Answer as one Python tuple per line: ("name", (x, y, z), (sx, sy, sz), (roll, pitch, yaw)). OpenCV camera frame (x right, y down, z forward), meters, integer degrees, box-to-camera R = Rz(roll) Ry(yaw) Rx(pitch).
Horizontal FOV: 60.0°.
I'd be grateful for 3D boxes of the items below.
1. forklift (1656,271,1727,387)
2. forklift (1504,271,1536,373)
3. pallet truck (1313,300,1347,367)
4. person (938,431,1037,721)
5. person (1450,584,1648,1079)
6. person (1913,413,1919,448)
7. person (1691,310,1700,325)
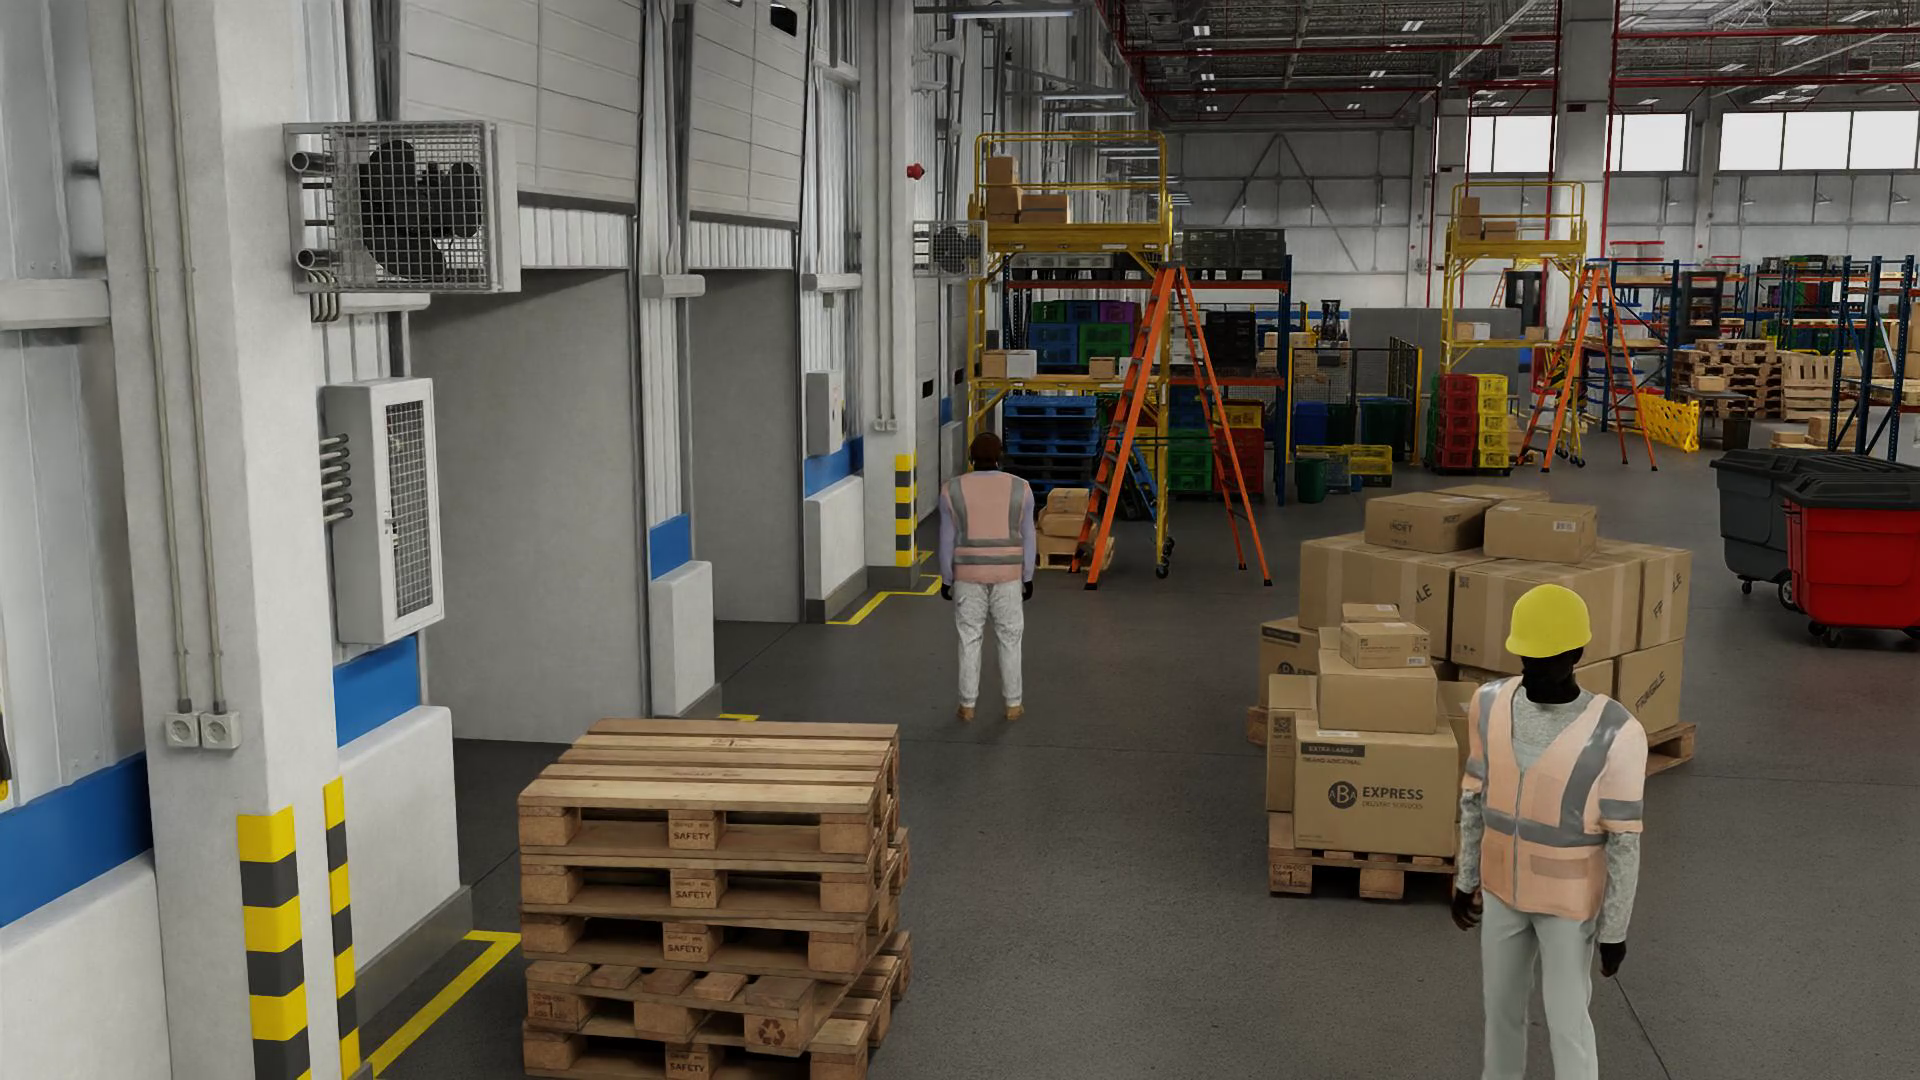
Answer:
("forklift", (17.535, -4.966, 39.392), (1.129, 2.768, 1.873), (0, 9, 0))
("forklift", (15.262, -5.964, 45.551), (1.873, 2.768, 1.129), (-3, 10, -18))
("pallet truck", (11.159, -6.200, 49.718), (0.823, 1.965, 1.885), (4, 10, 26))
("person", (0.172, 0.234, 10.519), (0.620, 1.845, 0.429), (0, 9, -2))
("person", (1.778, 1.075, 5.108), (0.390, 1.918, 0.586), (-7, 12, -38))
("person", (15.554, -2.338, 26.709), (0.321, 1.736, 0.485), (5, 10, 27))
("person", (21.864, -5.990, 49.435), (0.327, 1.675, 0.620), (4, 10, 22))
